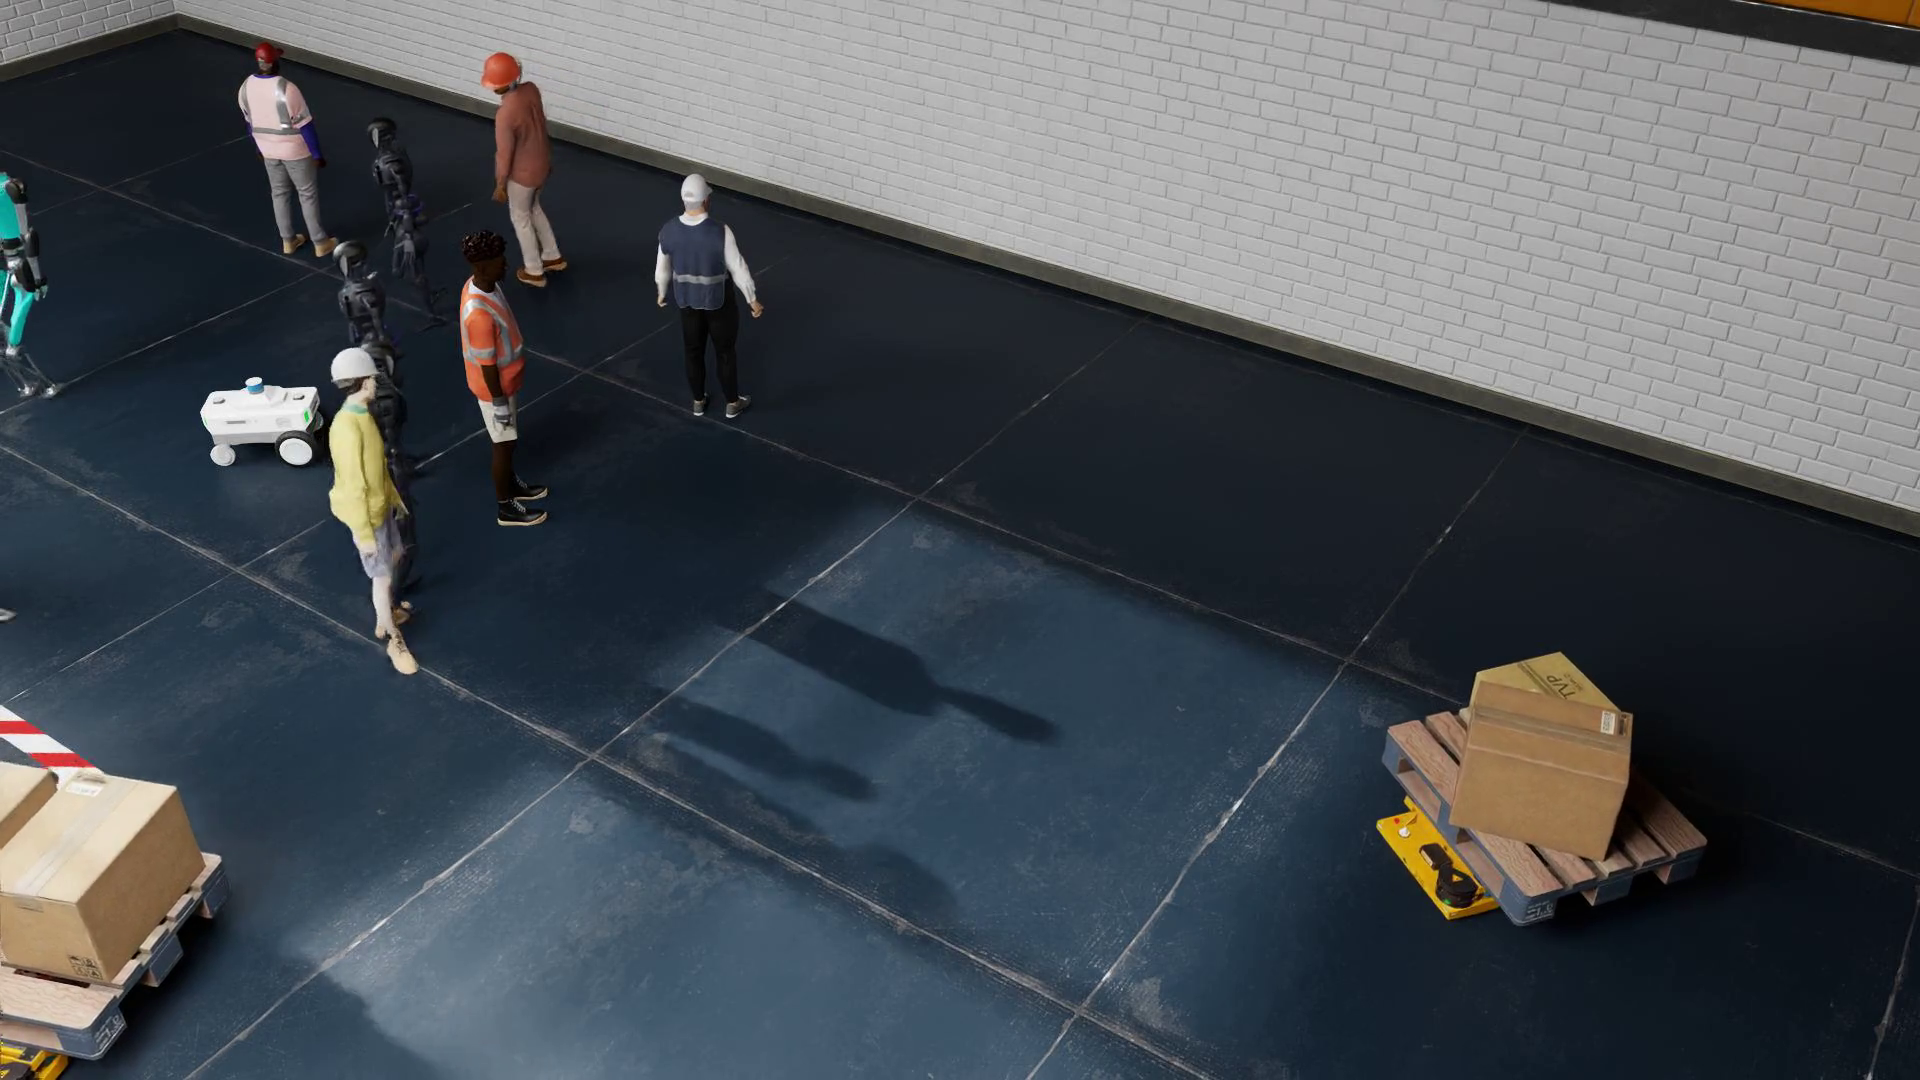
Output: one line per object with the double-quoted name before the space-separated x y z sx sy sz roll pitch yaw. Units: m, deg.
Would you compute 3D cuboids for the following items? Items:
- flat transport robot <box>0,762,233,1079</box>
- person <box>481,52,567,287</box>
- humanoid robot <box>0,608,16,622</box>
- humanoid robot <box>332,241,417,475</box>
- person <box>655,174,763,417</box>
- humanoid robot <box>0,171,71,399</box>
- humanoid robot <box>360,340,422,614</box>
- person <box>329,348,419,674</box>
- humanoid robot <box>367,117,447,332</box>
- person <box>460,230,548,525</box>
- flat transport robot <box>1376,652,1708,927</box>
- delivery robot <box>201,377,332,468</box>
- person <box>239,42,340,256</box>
"flat transport robot" -4.069 1.915 7.527 0.659 0.231 1.431 7 36 11
"person" -3.397 -2.866 12.901 0.475 1.939 0.679 10 36 14
"humanoid robot" -6.077 -0.331 9.501 0.994 1.769 0.541 15 38 20
"humanoid robot" -3.754 -1.151 10.677 0.312 1.652 0.611 -23 41 -30
"person" -1.721 -1.638 11.306 0.745 1.757 0.437 6 35 9
"humanoid robot" -6.644 -1.753 11.487 0.543 1.791 0.675 6 35 9
"humanoid robot" -3.303 -0.361 9.559 0.438 1.642 0.613 -18 39 -24
"person" -3.223 -0.136 9.093 0.387 1.847 0.641 -5 35 -7
"humanoid robot" -4.098 -2.336 12.373 0.369 1.651 0.599 -18 39 -24
"person" -2.824 -0.985 10.204 0.375 1.958 0.604 -7 36 -10
"flat transport robot" 2.863 1.425 8.227 1.431 0.231 0.659 -11 37 -16
"delivery robot" -4.648 -0.801 11.176 0.811 0.613 0.499 -3 35 -5
"person" -5.450 -3.162 13.498 0.598 1.746 0.418 8 36 11
